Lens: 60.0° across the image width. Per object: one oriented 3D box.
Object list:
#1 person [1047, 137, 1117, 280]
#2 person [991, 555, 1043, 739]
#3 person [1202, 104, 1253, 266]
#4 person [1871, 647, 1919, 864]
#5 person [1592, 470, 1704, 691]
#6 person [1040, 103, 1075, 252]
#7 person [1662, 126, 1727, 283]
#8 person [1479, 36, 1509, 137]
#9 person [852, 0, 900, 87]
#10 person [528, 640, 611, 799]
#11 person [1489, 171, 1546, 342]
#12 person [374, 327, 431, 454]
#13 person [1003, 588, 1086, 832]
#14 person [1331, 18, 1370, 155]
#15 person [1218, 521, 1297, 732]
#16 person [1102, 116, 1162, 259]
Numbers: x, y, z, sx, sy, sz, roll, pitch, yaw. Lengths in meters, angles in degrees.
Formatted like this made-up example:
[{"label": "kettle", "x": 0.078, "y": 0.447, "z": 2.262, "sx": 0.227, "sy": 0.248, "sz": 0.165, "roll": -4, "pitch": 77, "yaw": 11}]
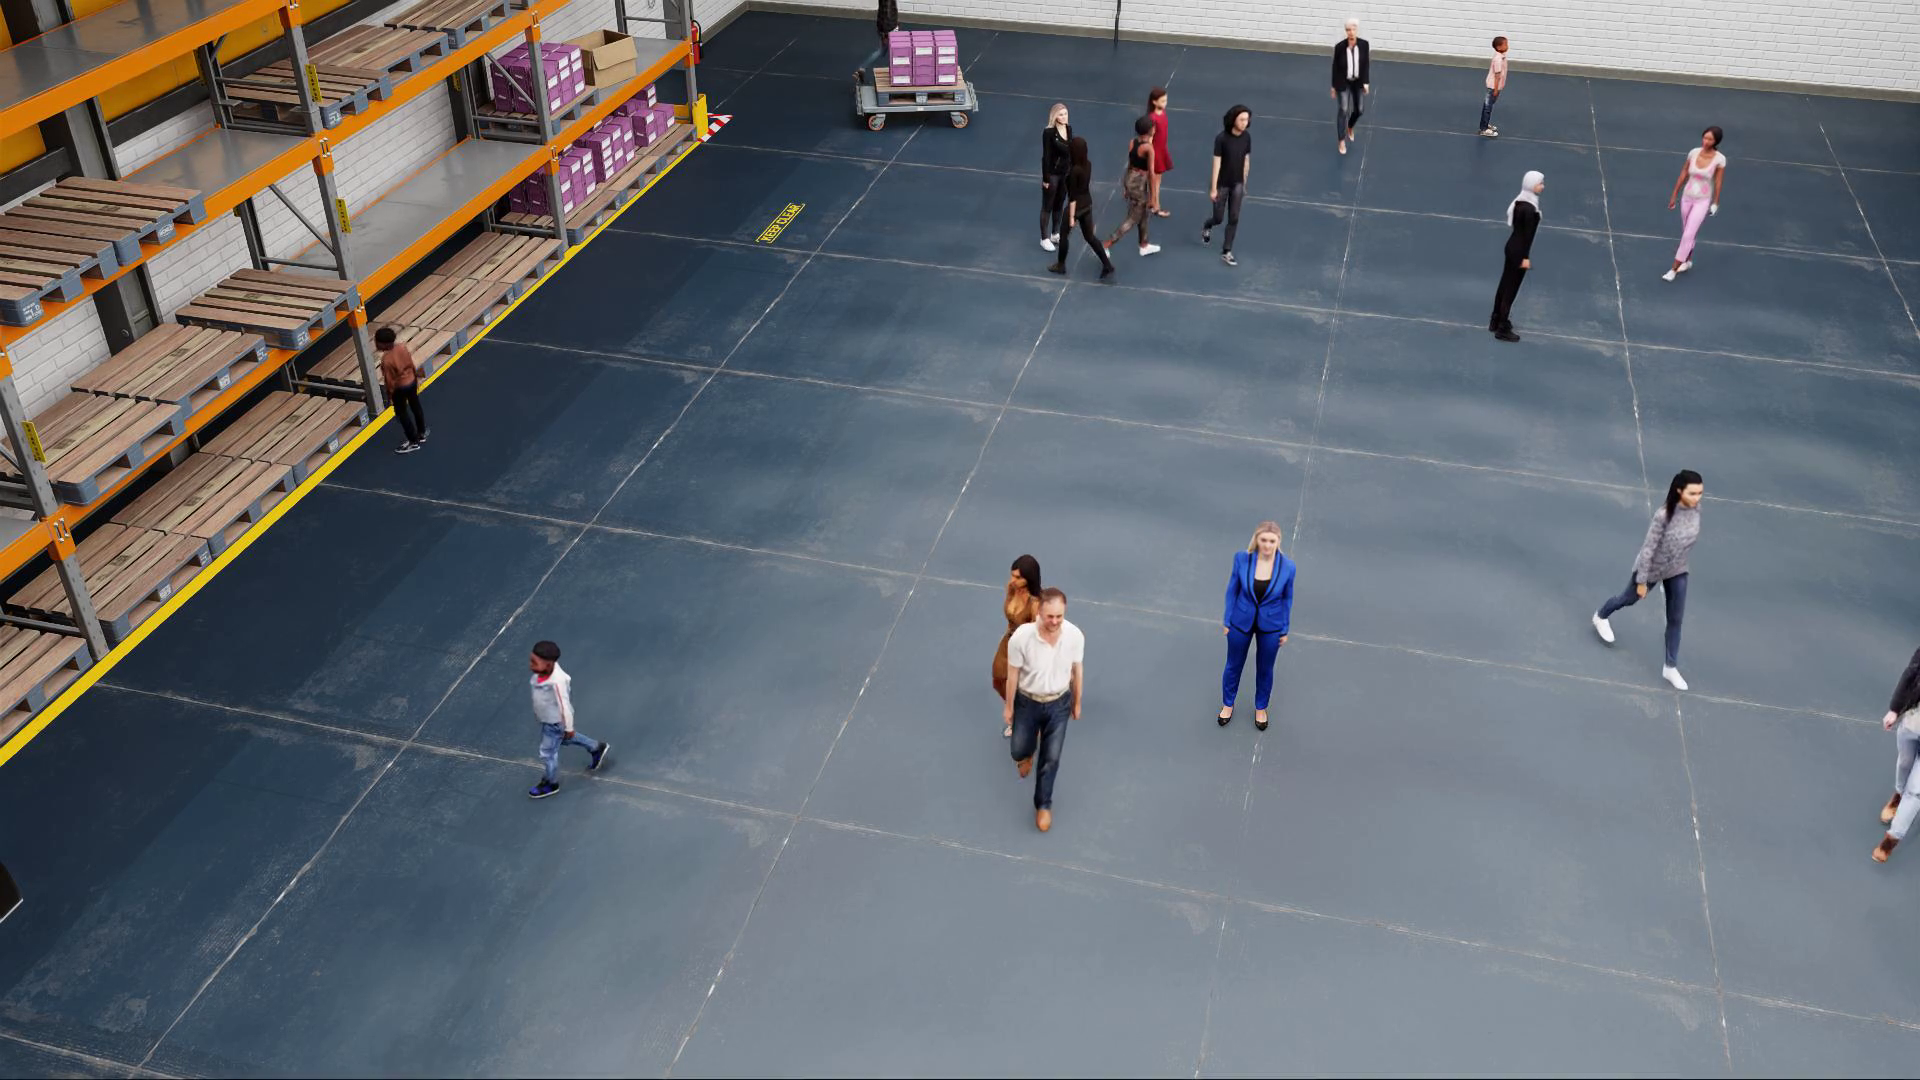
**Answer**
[{"label": "person", "x": 1.380, "y": -3.614, "z": 18.270, "sx": 0.913, "sy": 1.616, "sz": 1.057, "roll": 24, "pitch": 41, "yaw": 32}, {"label": "person", "x": 0.509, "y": 0.764, "z": 11.630, "sx": 0.756, "sy": 1.674, "sz": 0.705, "roll": -19, "pitch": 38, "yaw": -26}, {"label": "person", "x": 2.982, "y": -4.053, "z": 18.751, "sx": 0.922, "sy": 1.813, "sz": 1.035, "roll": -11, "pitch": 35, "yaw": -16}, {"label": "person", "x": 6.357, "y": 1.188, "z": 10.877, "sx": 1.198, "sy": 1.801, "sz": 1.030, "roll": -27, "pitch": 42, "yaw": -34}, {"label": "person", "x": 5.191, "y": 0.193, "z": 12.480, "sx": 1.094, "sy": 1.684, "sz": 1.275, "roll": -11, "pitch": 35, "yaw": -16}, {"label": "person", "x": 1.098, "y": -4.174, "z": 19.048, "sx": 0.660, "sy": 1.685, "sz": 0.751, "roll": -24, "pitch": 41, "yaw": -32}, {"label": "person", "x": 8.168, "y": -3.742, "z": 18.371, "sx": 1.087, "sy": 1.715, "sz": 0.941, "roll": -26, "pitch": 41, "yaw": -33}, {"label": "person", "x": 7.149, "y": -6.097, "z": 22.284, "sx": 0.559, "sy": 1.306, "sz": 0.421, "roll": 8, "pitch": 35, "yaw": 12}, {"label": "person", "x": -1.123, "y": -7.222, "z": 23.553, "sx": 1.095, "sy": 1.775, "sz": 1.185, "roll": -10, "pitch": 35, "yaw": -14}, {"label": "person", "x": -2.720, "y": 1.174, "z": 11.402, "sx": 0.880, "sy": 1.243, "sz": 0.815, "roll": -18, "pitch": 38, "yaw": -25}, {"label": "person", "x": 5.718, "y": -2.928, "z": 17.089, "sx": 0.699, "sy": 1.780, "sz": 0.529, "roll": 2, "pitch": 34, "yaw": 4}, {"label": "person", "x": -5.109, "y": -1.433, "z": 15.326, "sx": 0.705, "sy": 1.242, "sz": 0.441, "roll": 21, "pitch": 39, "yaw": 29}, {"label": "person", "x": 0.543, "y": 1.028, "z": 11.081, "sx": 0.837, "sy": 1.842, "sz": 1.021, "roll": -1, "pitch": 34, "yaw": -1}, {"label": "person", "x": 5.103, "y": -5.920, "z": 21.597, "sx": 0.805, "sy": 1.764, "sz": 0.751, "roll": 2, "pitch": 34, "yaw": 3}, {"label": "person", "x": 2.116, "y": 0.595, "z": 11.860, "sx": 0.611, "sy": 1.701, "sz": 0.528, "roll": 8, "pitch": 34, "yaw": 12}, {"label": "person", "x": 1.918, "y": -3.900, "z": 18.658, "sx": 1.104, "sy": 1.662, "sz": 1.096, "roll": -17, "pitch": 37, "yaw": -24}]
